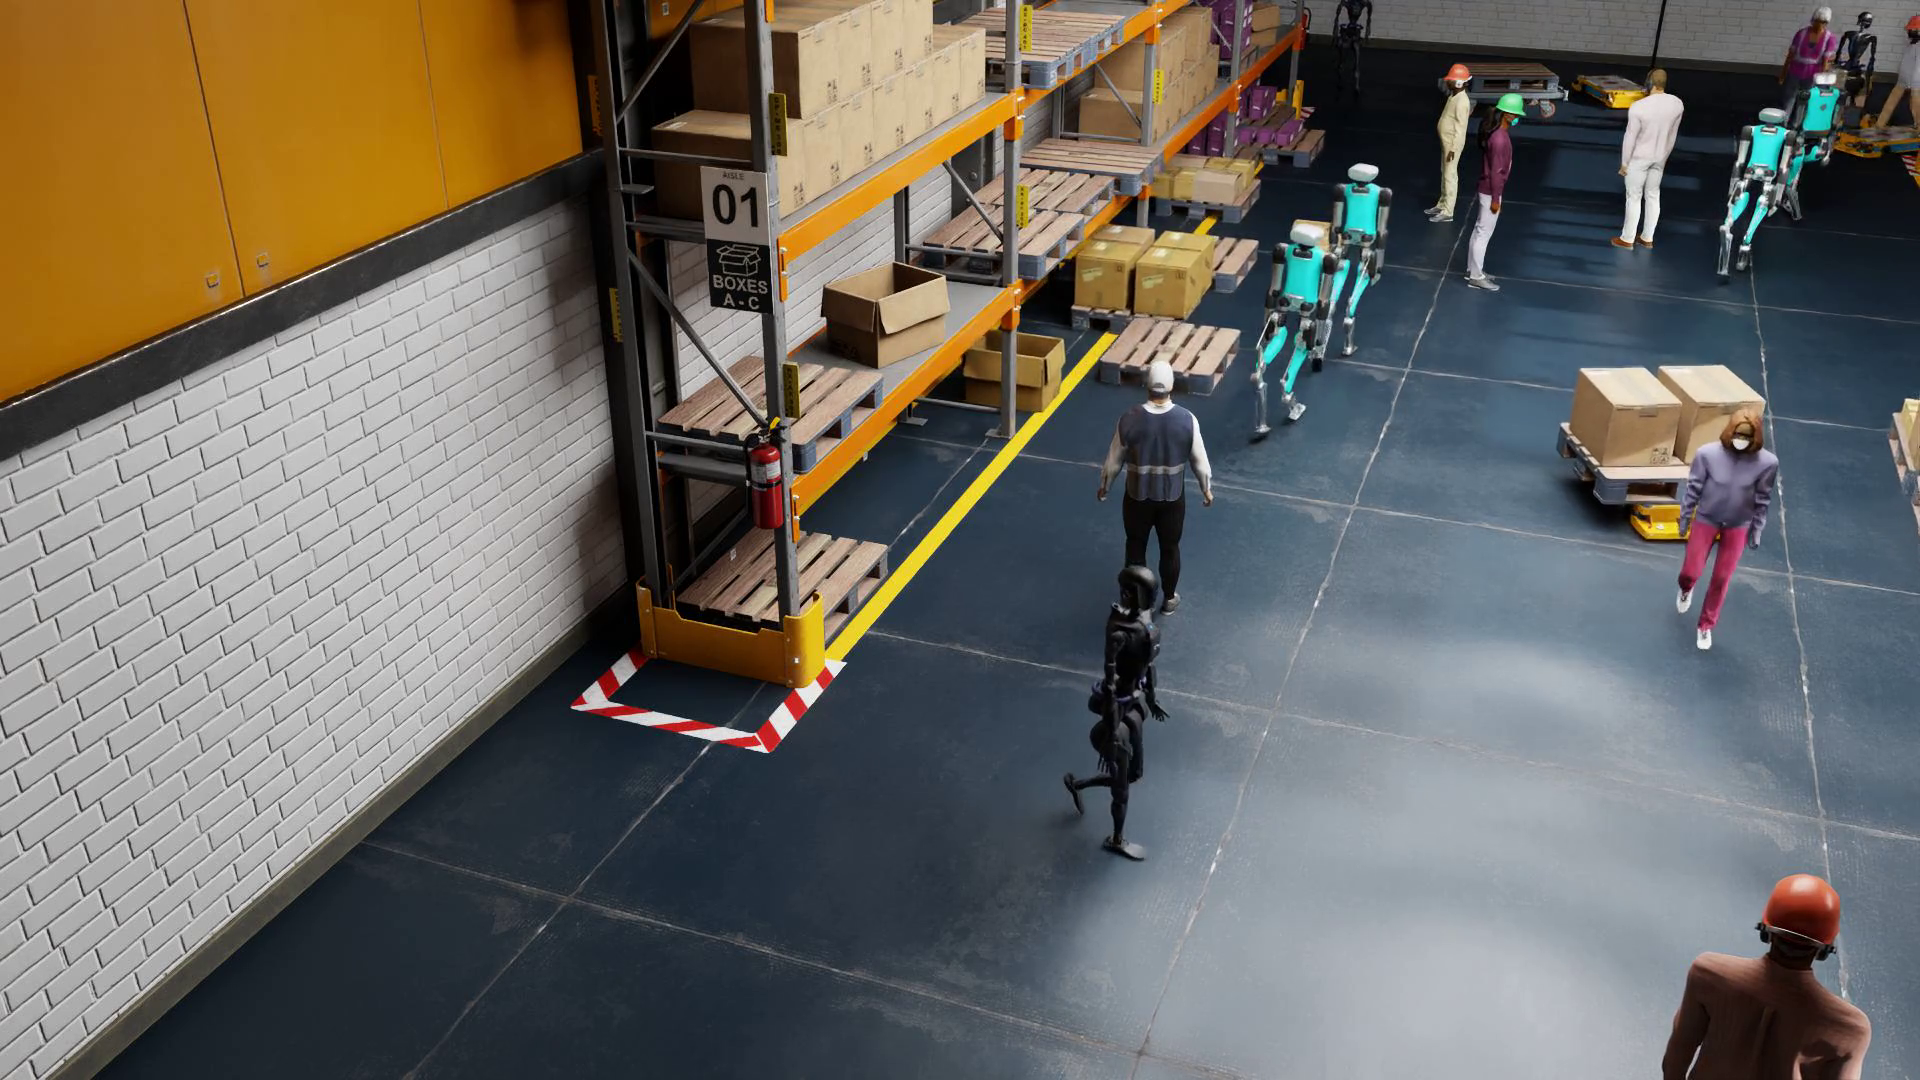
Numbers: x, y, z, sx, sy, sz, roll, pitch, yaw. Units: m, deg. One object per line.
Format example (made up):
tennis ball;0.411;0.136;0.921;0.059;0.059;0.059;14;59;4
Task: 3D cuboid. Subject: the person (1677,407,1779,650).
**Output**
person;4.801;-0.109;10.493;0.497;1.618;0.441;10;29;19

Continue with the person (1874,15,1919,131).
person;12.489;-6.012;21.861;0.909;1.703;0.582;-1;27;-2

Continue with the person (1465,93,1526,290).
person;5.347;-3.510;16.733;0.431;1.945;0.488;5;28;10

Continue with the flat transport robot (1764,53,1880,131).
flat transport robot;11.941;-5.788;22.977;1.431;0.231;0.659;15;31;27

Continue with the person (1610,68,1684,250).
person;7.372;-4.085;17.879;0.622;1.925;0.386;-6;28;-11

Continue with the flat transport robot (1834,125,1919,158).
flat transport robot;12.225;-5.251;21.937;1.431;0.231;0.659;-9;29;-18

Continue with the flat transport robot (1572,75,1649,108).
flat transport robot;9.685;-6.656;24.661;0.659;0.231;1.431;-2;27;-4

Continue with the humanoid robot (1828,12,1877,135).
humanoid robot;11.937;-6.230;22.297;0.326;1.657;0.594;-15;31;-27

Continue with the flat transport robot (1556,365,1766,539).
flat transport robot;5.224;-0.394;12.515;0.659;0.231;1.431;-1;27;-1

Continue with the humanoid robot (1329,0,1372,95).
humanoid robot;5.817;-7.460;24.722;0.610;1.622;0.773;-1;27;-2

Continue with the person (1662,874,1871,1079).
person;2.814;2.034;5.938;0.610;1.986;0.402;21;34;35

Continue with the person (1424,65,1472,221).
person;5.553;-4.503;18.865;0.327;1.750;0.559;3;27;6

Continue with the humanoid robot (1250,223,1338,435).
humanoid robot;2.607;-1.606;13.315;0.553;1.760;1.052;16;31;28

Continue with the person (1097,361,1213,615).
person;1.262;-0.316;10.737;0.749;1.758;0.426;2;27;3

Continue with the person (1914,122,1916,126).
person;13.188;-6.271;22.198;0.619;1.845;0.431;11;29;20

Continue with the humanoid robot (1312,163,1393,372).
humanoid robot;3.402;-2.358;14.756;0.559;1.801;0.933;16;31;27

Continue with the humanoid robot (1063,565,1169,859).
humanoid robot;0.769;0.858;8.550;0.567;1.639;0.601;14;31;26

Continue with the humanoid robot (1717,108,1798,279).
humanoid robot;7.980;-3.417;16.828;0.536;1.744;1.056;18;32;31

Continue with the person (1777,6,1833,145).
person;11.088;-6.078;21.864;0.543;1.800;0.911;10;29;19

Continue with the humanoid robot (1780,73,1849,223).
humanoid robot;9.508;-4.425;18.727;0.549;1.730;1.020;2;27;4
